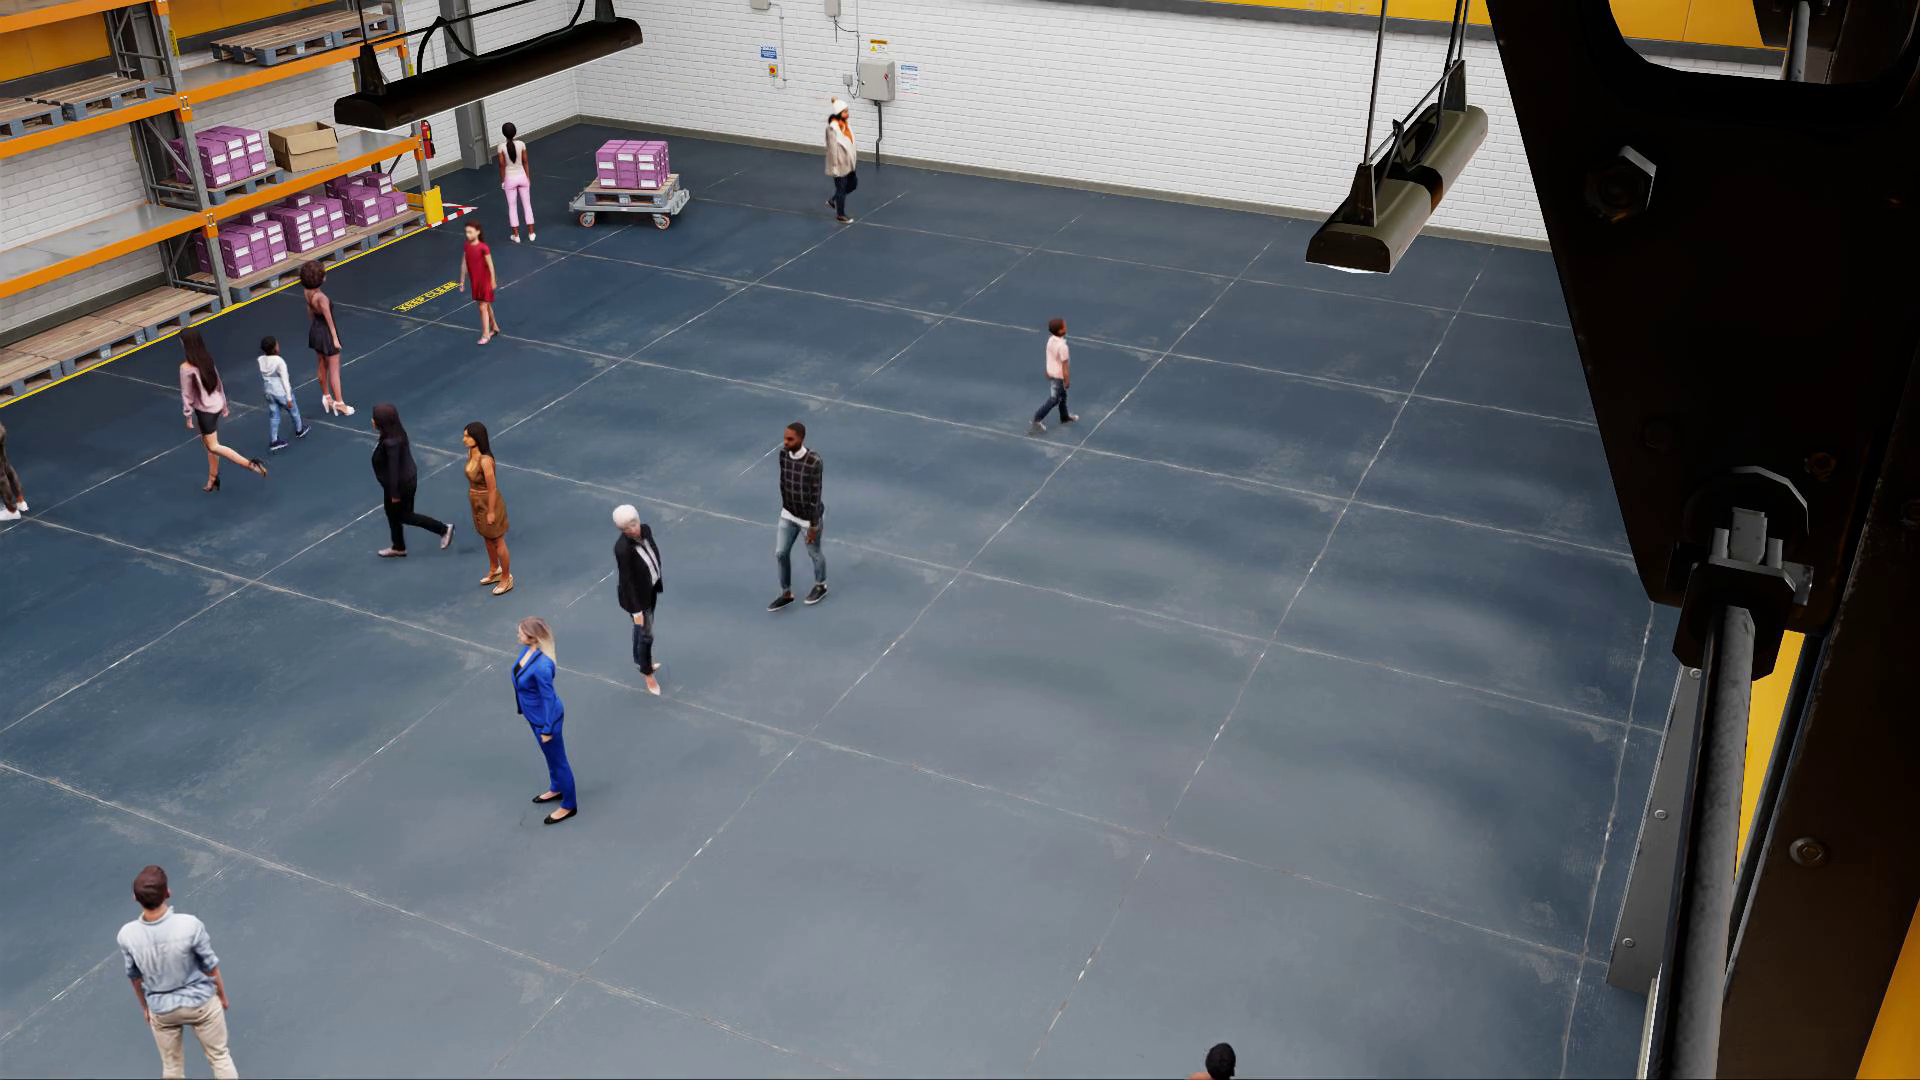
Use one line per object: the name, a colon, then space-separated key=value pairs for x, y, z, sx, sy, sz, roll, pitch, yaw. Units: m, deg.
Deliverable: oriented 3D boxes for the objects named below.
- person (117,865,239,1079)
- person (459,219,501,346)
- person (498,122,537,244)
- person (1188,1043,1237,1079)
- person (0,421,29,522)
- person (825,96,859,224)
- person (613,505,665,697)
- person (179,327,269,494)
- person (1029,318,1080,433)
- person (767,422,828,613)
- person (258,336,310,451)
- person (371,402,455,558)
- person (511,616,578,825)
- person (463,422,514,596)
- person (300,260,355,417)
person: x=-4.457 y=2.661 z=9.525 sx=0.727 sy=1.842 sz=0.740 roll=-4 pitch=29 yaw=-8
person: x=-5.927 y=-3.256 z=20.696 sx=0.549 sy=1.533 sz=0.766 roll=12 pitch=31 yaw=21
person: x=-6.402 y=-5.167 z=23.981 sx=0.631 sy=1.742 sz=0.711 roll=-13 pitch=31 yaw=-23
person: x=1.384 y=3.236 z=9.087 sx=0.522 sy=1.253 sz=0.469 roll=11 pitch=31 yaw=20
person: x=-9.530 y=-0.990 z=16.371 sx=0.731 sy=1.697 sz=0.620 roll=-1 pitch=29 yaw=-1
person: x=-1.840 y=-5.662 z=24.748 sx=0.747 sy=1.877 sz=0.691 roll=12 pitch=31 yaw=21
person: x=-2.551 y=0.449 z=13.472 sx=0.820 sy=1.746 sz=0.713 roll=3 pitch=29 yaw=6
person: x=-7.487 y=-1.251 z=16.759 sx=0.855 sy=1.784 sz=1.020 roll=5 pitch=29 yaw=9
person: x=1.021 y=-1.811 z=18.298 sx=0.938 sy=1.292 sz=0.840 roll=-12 pitch=31 yaw=-21
person: x=-1.338 y=-0.255 z=14.918 sx=0.711 sy=1.797 sz=0.883 roll=15 pitch=32 yaw=26
person: x=-7.377 y=-1.561 z=17.902 sx=0.606 sy=1.232 sz=0.889 roll=8 pitch=30 yaw=14
person: x=-5.199 y=-0.545 z=15.657 sx=1.066 sy=1.599 sz=0.982 roll=-11 pitch=31 yaw=-20
person: x=-3.030 y=1.285 z=12.196 sx=0.738 sy=1.699 sz=0.702 roll=-13 pitch=31 yaw=-23
person: x=-4.299 y=-0.303 z=15.119 sx=0.642 sy=1.690 sz=0.636 roll=-21 pitch=35 yaw=-33
person: x=-7.106 y=-2.252 z=18.590 sx=0.626 sy=1.788 sz=0.619 roll=23 pitch=36 yaw=35
